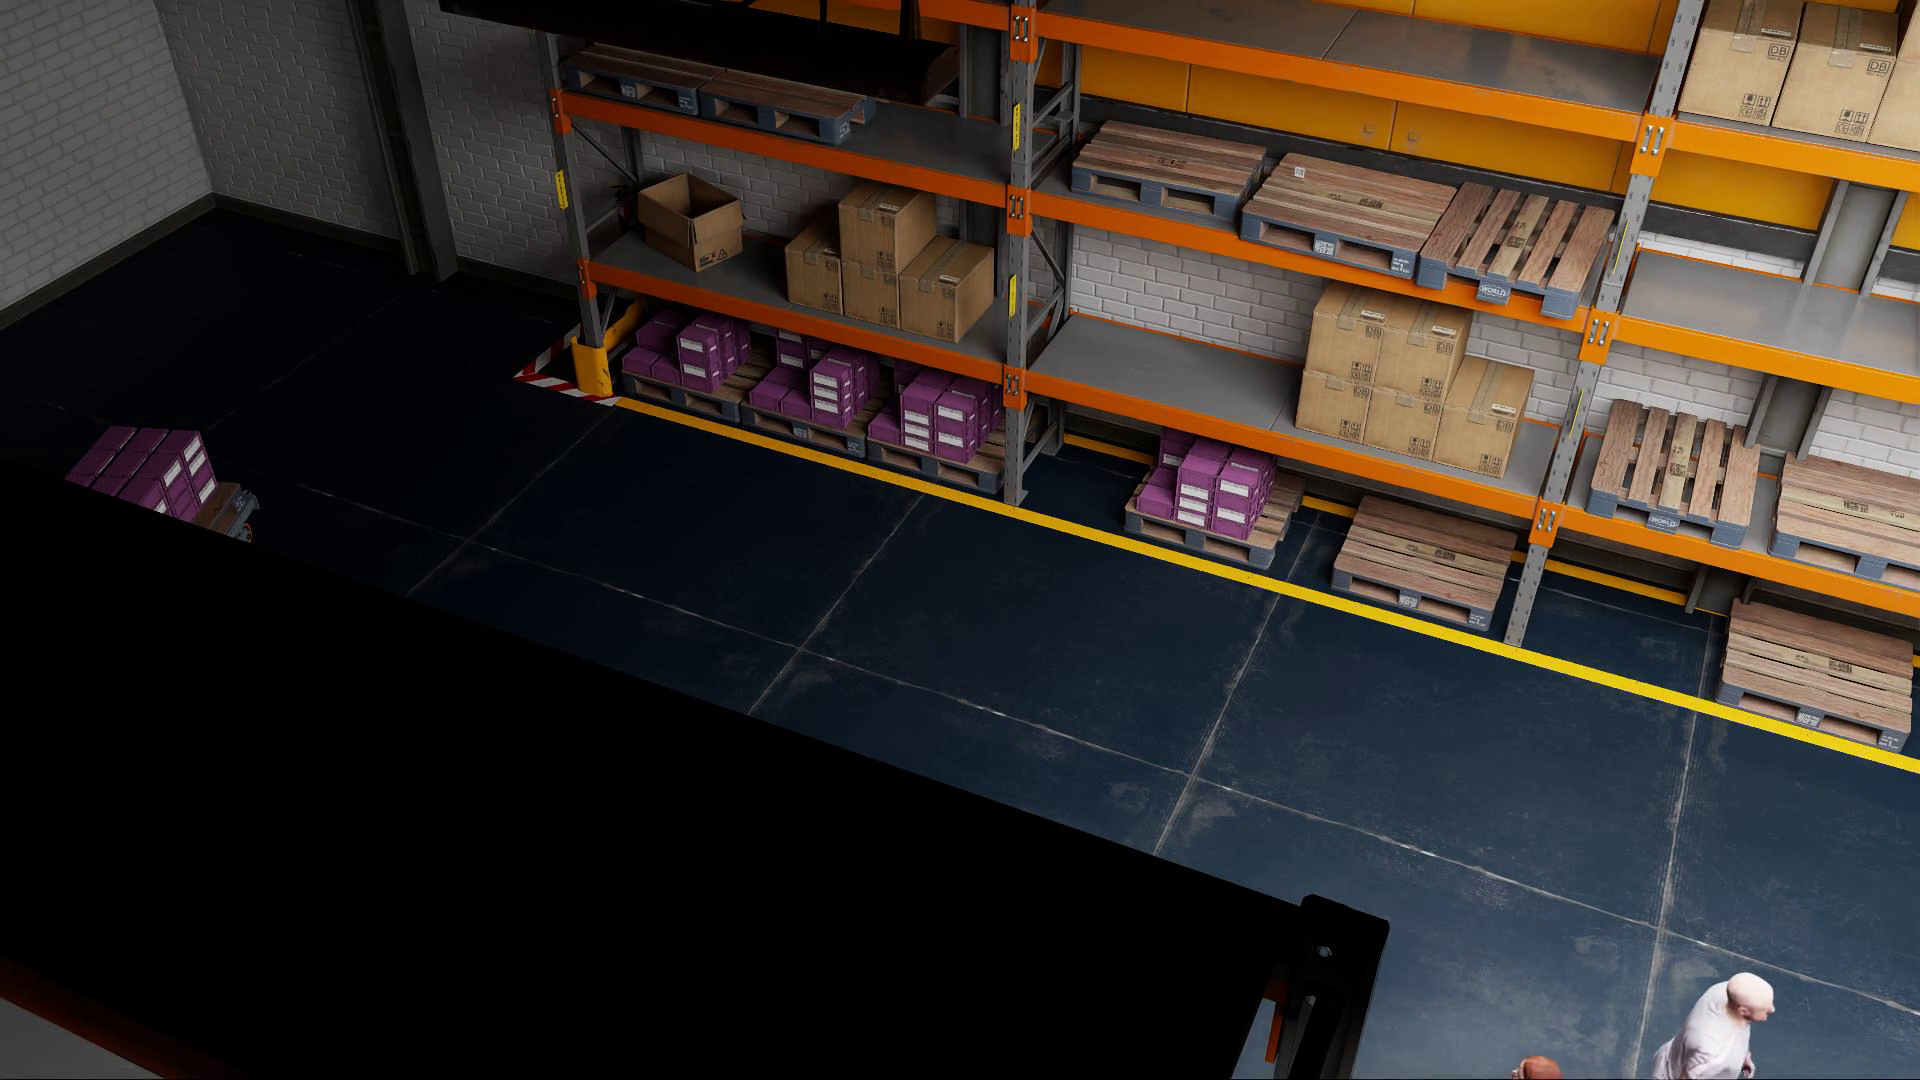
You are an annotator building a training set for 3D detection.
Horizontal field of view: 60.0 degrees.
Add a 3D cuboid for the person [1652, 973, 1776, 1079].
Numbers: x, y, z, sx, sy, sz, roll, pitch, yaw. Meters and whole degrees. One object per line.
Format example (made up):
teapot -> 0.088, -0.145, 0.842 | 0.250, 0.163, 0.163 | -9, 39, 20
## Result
person -> 3.543, 2.684, 8.322 | 0.979, 1.799, 0.686 | 16, 41, 19
